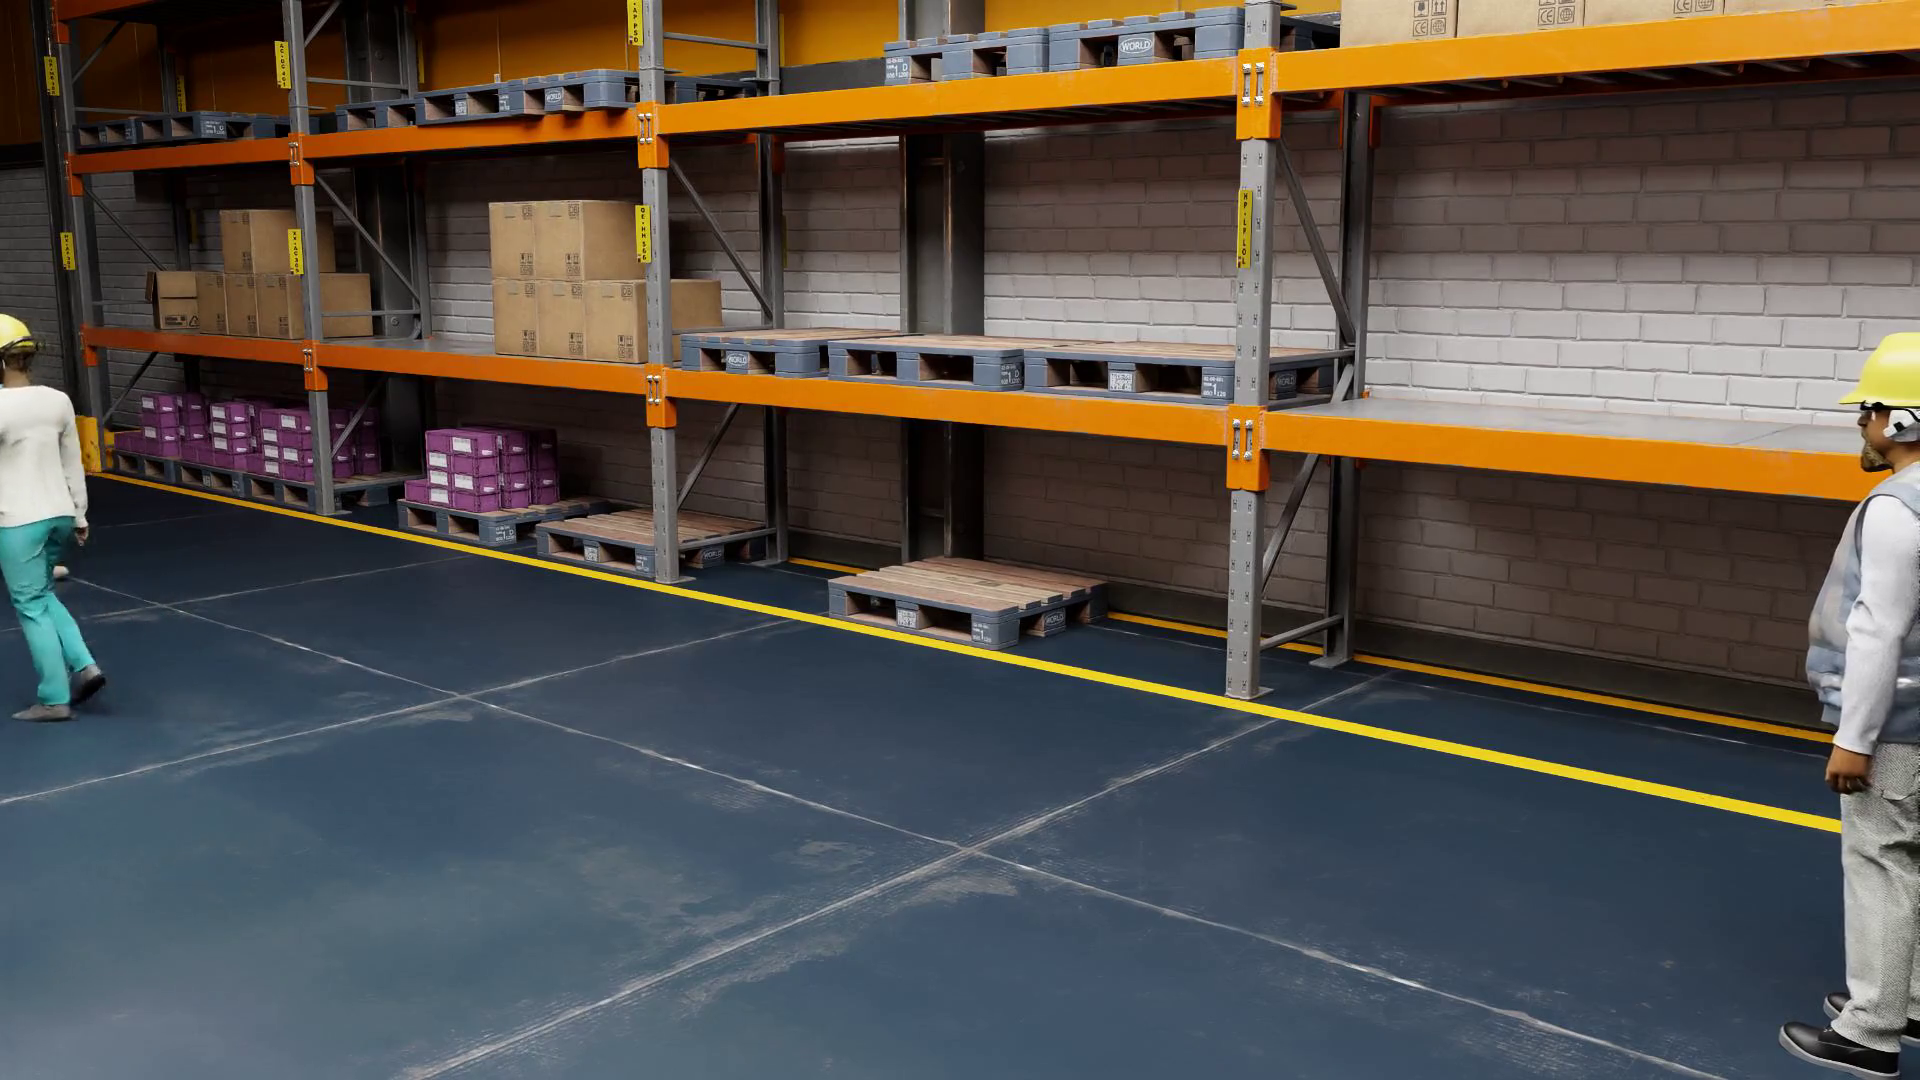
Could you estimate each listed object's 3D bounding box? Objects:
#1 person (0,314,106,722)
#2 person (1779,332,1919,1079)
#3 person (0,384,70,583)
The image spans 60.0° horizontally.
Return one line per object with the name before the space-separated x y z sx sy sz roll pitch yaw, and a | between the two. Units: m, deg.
person | -3.970 -0.078 7.068 0.370 1.753 0.527 2 10 11
person | 2.297 0.409 4.087 0.586 1.824 0.404 -10 14 -44
person | -5.720 -0.544 9.918 0.726 1.666 0.560 3 10 16
